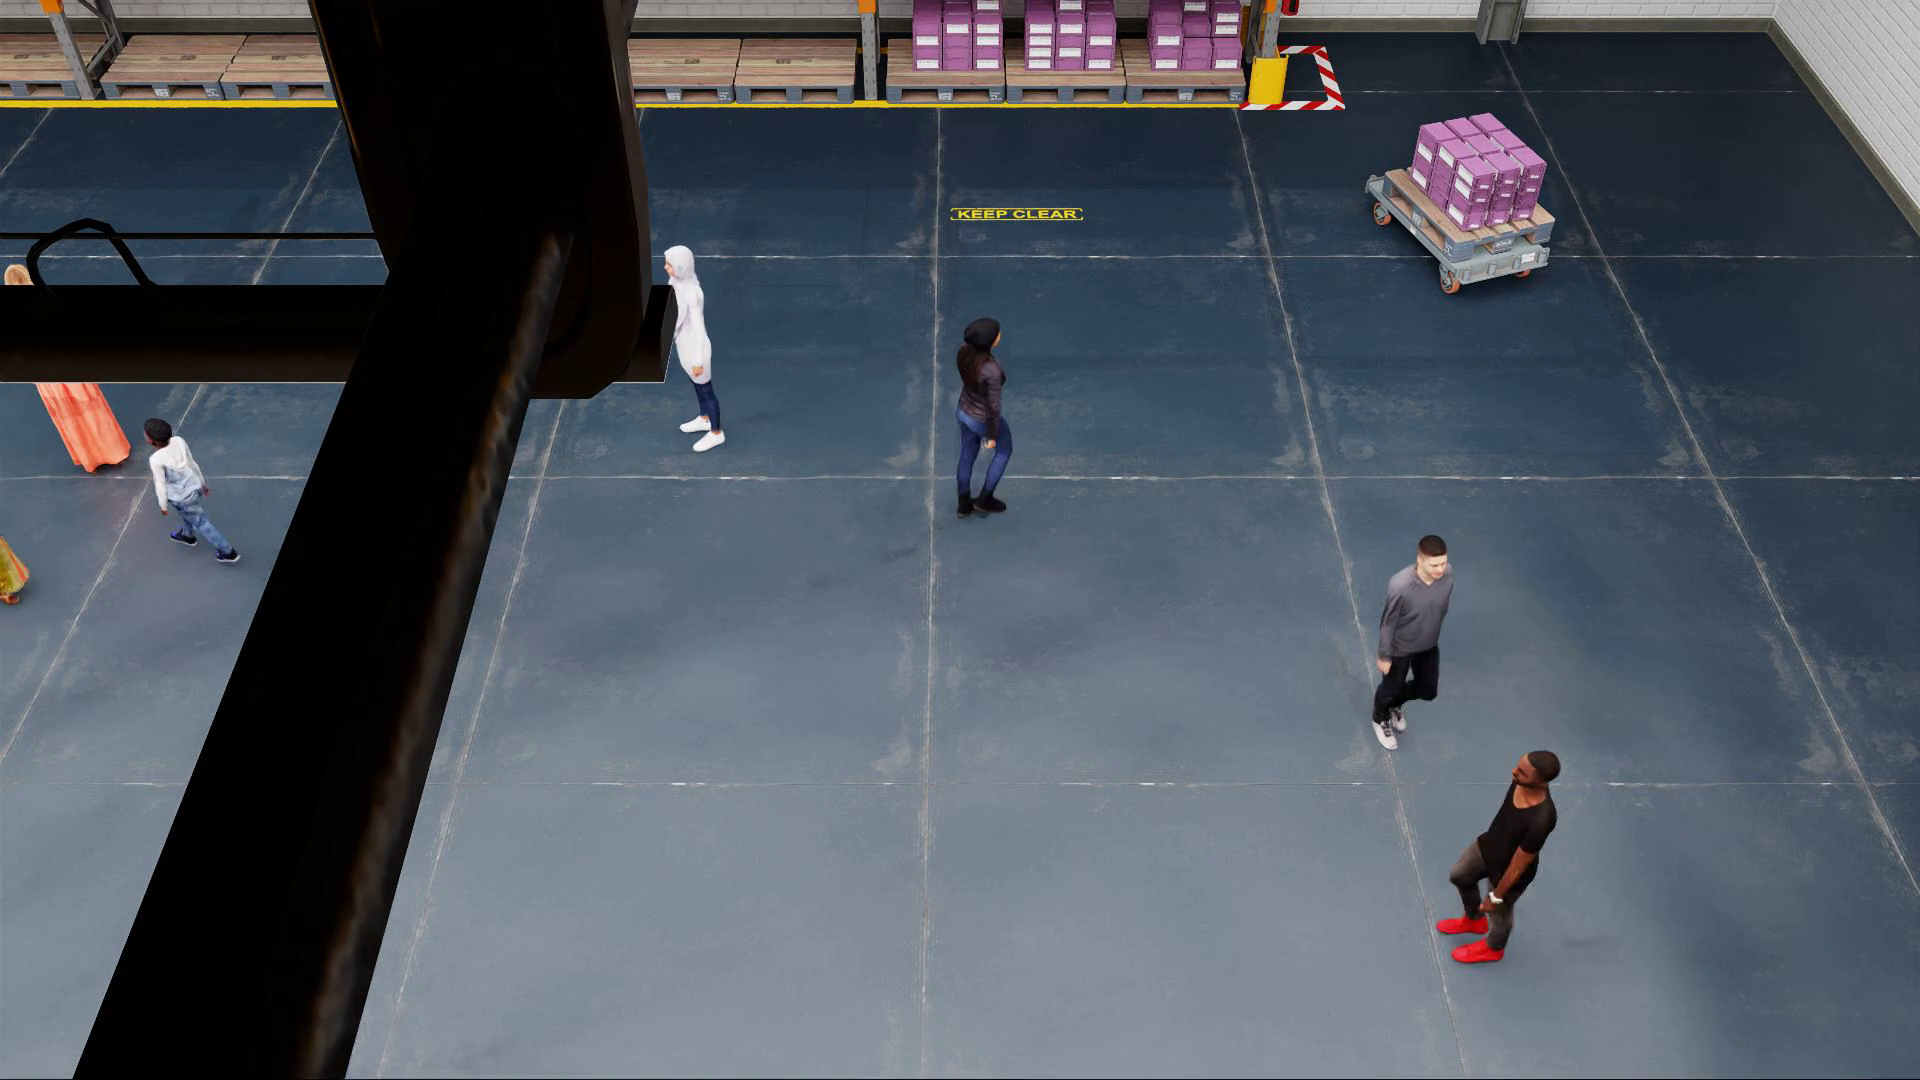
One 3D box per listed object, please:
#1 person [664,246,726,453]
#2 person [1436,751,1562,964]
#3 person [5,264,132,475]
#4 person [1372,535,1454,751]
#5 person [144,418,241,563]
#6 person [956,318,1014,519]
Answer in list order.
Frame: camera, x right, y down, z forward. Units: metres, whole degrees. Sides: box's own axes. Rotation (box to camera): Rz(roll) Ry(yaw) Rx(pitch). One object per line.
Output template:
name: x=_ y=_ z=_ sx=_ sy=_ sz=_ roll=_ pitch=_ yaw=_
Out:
person: x=-1.999 y=-1.447 z=12.498 sx=0.687 sy=1.775 sz=0.696 roll=-18 pitch=47 yaw=-18
person: x=3.087 y=1.764 z=9.114 sx=0.608 sy=1.794 sz=0.646 roll=-1 pitch=44 yaw=-1
person: x=-6.643 y=-1.256 z=12.278 sx=0.657 sy=1.802 sz=0.782 roll=-18 pitch=46 yaw=-18
person: x=2.769 y=0.583 z=10.385 sx=0.682 sy=1.750 sz=0.783 roll=-15 pitch=46 yaw=-15
person: x=-5.430 y=-0.328 z=11.713 sx=0.922 sy=1.237 sz=0.660 roll=13 pitch=45 yaw=13
person: x=0.062 y=-0.825 z=11.874 sx=0.811 sy=1.735 sz=0.764 roll=-28 pitch=50 yaw=-27
